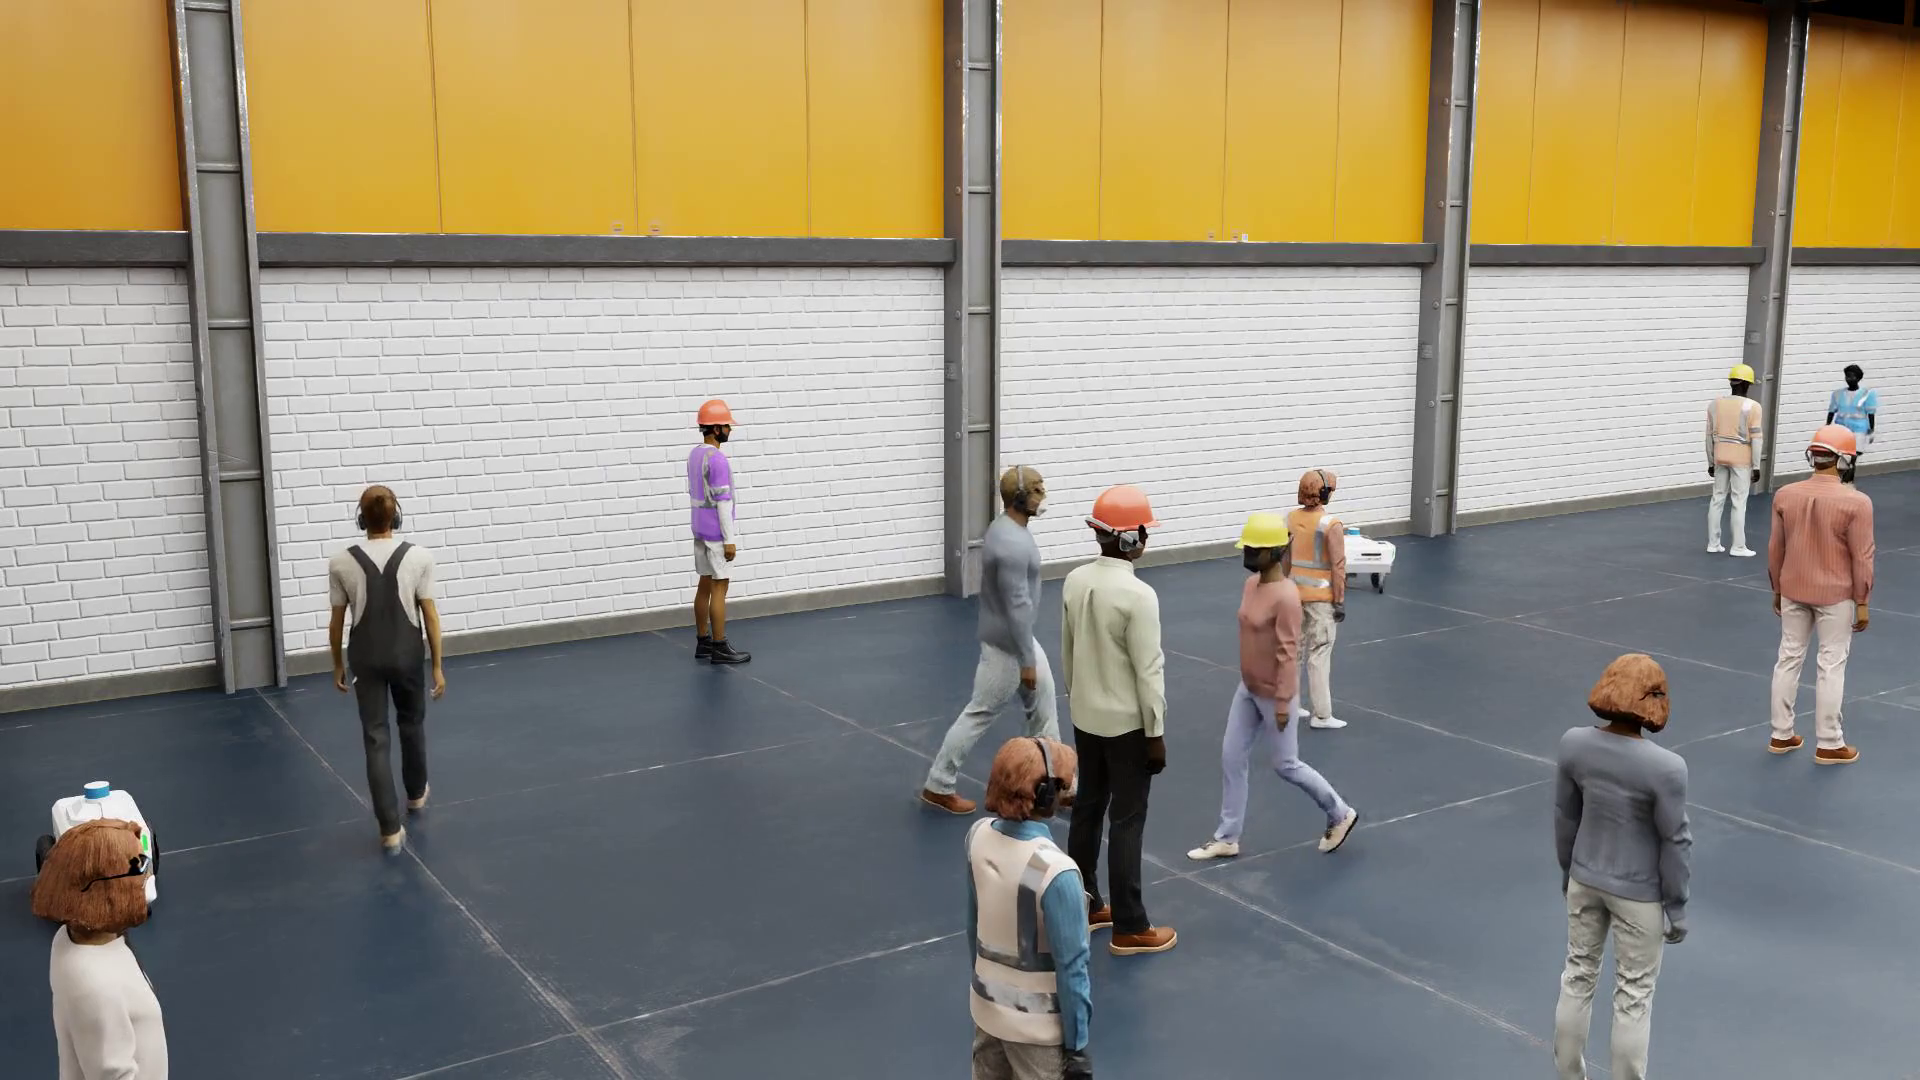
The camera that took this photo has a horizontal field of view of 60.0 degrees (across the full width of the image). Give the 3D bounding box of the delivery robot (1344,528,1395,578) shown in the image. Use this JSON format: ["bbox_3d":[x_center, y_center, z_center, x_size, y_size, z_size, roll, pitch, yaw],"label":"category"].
[{"bbox_3d":[3.520,0.132,14.898,0.707,0.478,0.477,0,9,-1],"label":"delivery robot"}]

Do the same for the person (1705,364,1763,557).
[{"bbox_3d":[7.740,-0.792,16.633,0.371,1.923,0.586,-6,11,-33],"label":"person"}]

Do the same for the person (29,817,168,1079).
[{"bbox_3d":[-2.000,1.454,3.971,0.285,1.633,0.497,-6,11,-33],"label":"person"}]

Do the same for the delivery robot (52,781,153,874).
[{"bbox_3d":[-3.917,1.346,7.583,0.477,0.478,0.707,-6,11,-33],"label":"delivery robot"}]

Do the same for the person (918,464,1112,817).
[{"bbox_3d":[0.257,0.542,8.710,1.034,1.894,0.649,0,9,3],"label":"person"}]

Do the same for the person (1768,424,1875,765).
[{"bbox_3d":[5.050,0.315,9.762,0.384,1.991,0.609,-6,11,-33],"label":"person"}]

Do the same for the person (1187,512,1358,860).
[{"bbox_3d":[1.556,0.718,8.100,0.802,1.737,0.532,-3,10,-15],"label":"person"}]

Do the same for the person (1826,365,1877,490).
[{"bbox_3d":[11.057,-1.347,20.751,0.846,1.650,0.553,-7,12,-37],"label":"person"}]

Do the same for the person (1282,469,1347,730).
[{"bbox_3d":[2.223,0.373,10.473,0.308,1.638,0.511,-6,11,-33],"label":"person"}]

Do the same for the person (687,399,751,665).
[{"bbox_3d":[-1.782,-0.060,12.177,0.356,1.939,0.543,-6,11,-33],"label":"person"}]

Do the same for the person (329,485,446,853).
[{"bbox_3d":[-2.922,0.613,8.505,0.544,1.805,0.906,-3,10,-16],"label":"person"}]

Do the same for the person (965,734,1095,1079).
[{"bbox_3d":[0.188,1.344,4.625,0.308,1.638,0.511,-6,11,-33],"label":"person"}]

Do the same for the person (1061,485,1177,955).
[{"bbox_3d":[0.668,0.758,7.080,0.376,1.995,0.609,-6,11,-33],"label":"person"}]

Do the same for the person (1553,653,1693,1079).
[{"bbox_3d":[2.222,1.184,5.604,0.289,1.632,0.497,-6,11,-33],"label":"person"}]
